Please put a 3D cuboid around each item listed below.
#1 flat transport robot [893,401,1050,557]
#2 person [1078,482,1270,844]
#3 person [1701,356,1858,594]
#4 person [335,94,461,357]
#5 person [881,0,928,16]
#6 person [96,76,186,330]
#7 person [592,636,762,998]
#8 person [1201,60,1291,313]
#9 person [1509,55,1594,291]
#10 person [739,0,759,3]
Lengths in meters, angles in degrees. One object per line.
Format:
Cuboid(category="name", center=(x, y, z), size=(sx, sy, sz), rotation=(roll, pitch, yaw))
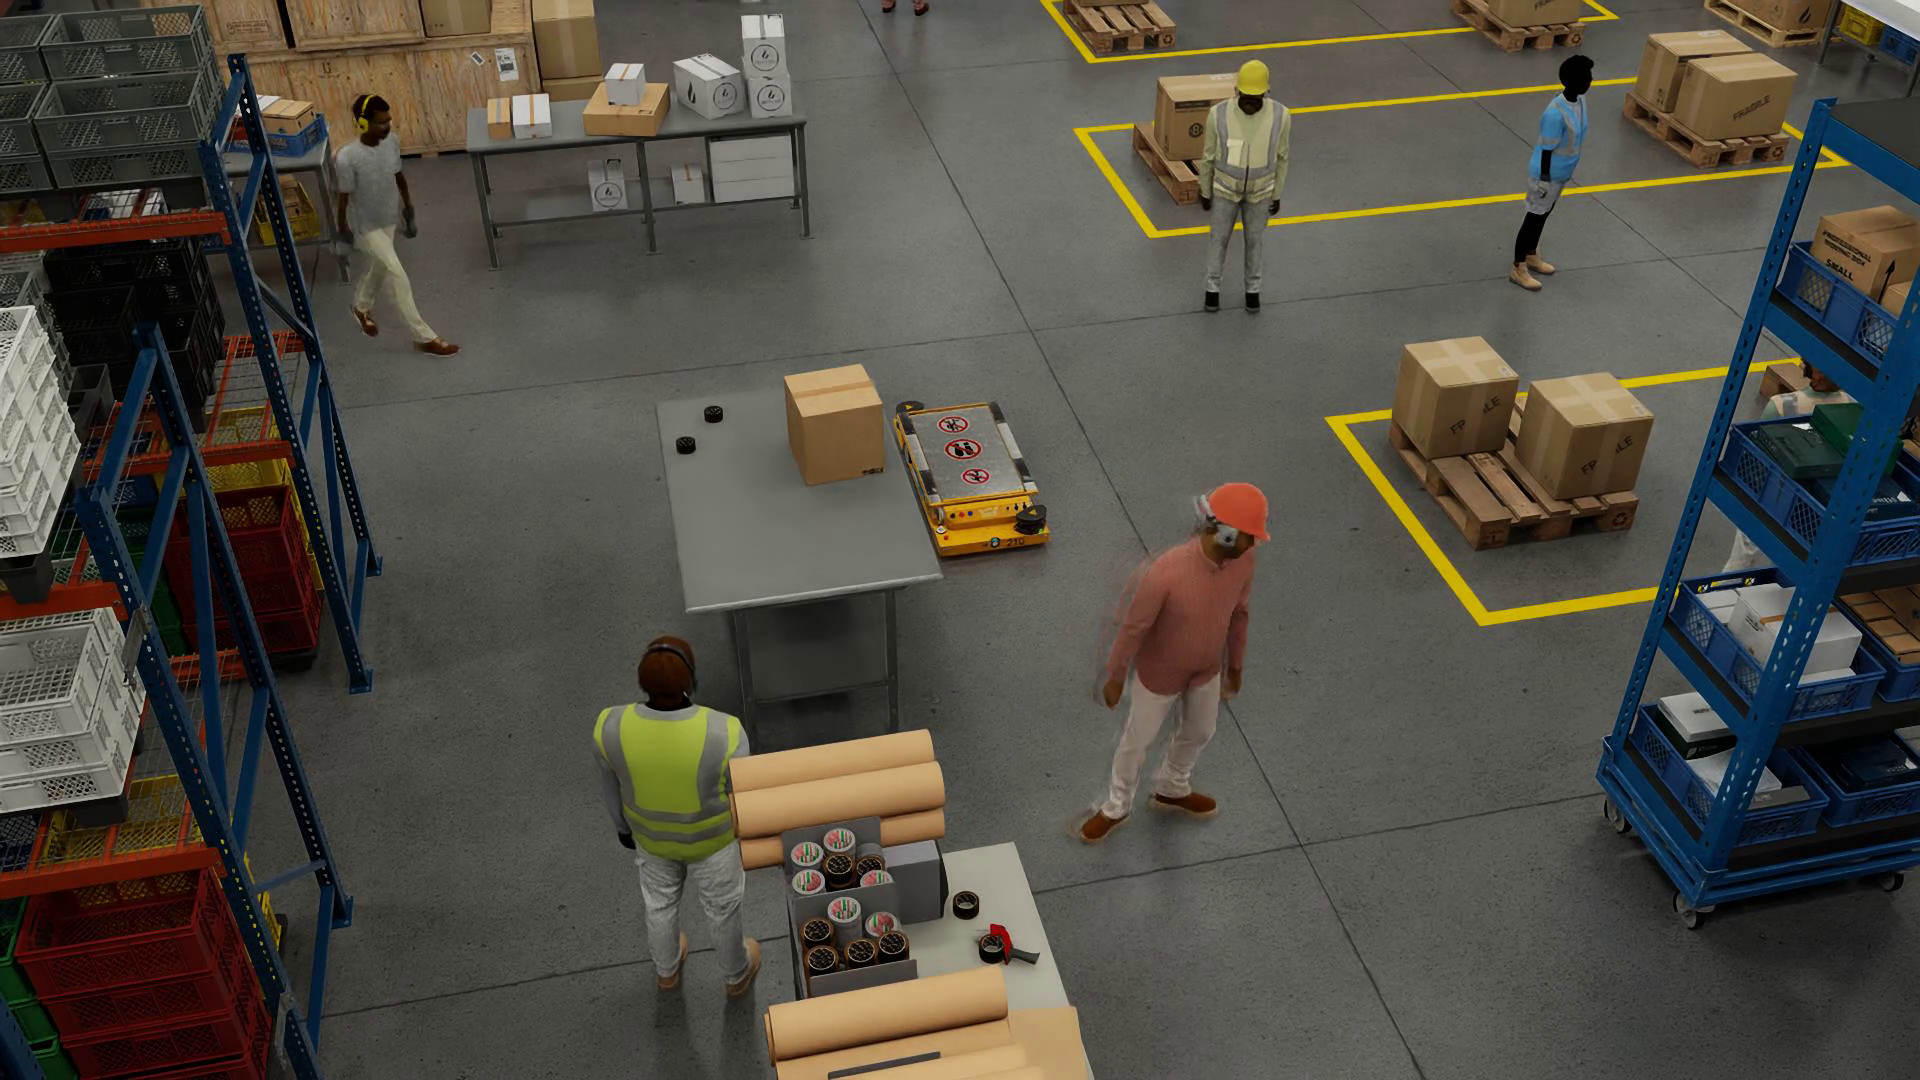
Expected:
Cuboid(category="flat transport robot", center=(0.046, -0.430, 10.108), size=(0.652, 0.197, 1.431), rotation=(-8, 37, -10))
Cuboid(category="person", center=(0.923, 0.597, 7.346), size=(0.787, 1.950, 0.407), rotation=(-18, 40, -22))
Cuboid(category="person", center=(4.367, -0.310, 8.816), size=(0.508, 1.631, 0.310), rotation=(-4, 37, -6))
Cuboid(category="person", center=(-3.909, -2.114, 11.102), size=(0.959, 1.812, 0.599), rotation=(16, 39, 20))
Cuboid(category="person", center=(-0.580, -6.203, 16.518), size=(0.651, 1.900, 0.400), rotation=(9, 38, 12))
Cuboid(category="person", center=(-5.558, -2.223, 11.179), size=(0.359, 1.882, 0.575), rotation=(-5, 37, -7))
Cuboid(category="person", center=(-1.097, 1.144, 6.697), size=(0.631, 1.836, 0.429), rotation=(4, 37, 5))
Cuboid(category="person", center=(1.954, -2.438, 11.516), size=(0.586, 1.826, 0.403), rotation=(3, 37, 4))
Cuboid(category="person", center=(4.240, -2.635, 11.885), size=(0.318, 1.697, 0.533), rotation=(23, 42, 28))
Cuboid(category="person", center=(-2.470, -6.353, 16.753), size=(1.034, 1.860, 0.573), rotation=(11, 38, 14))
